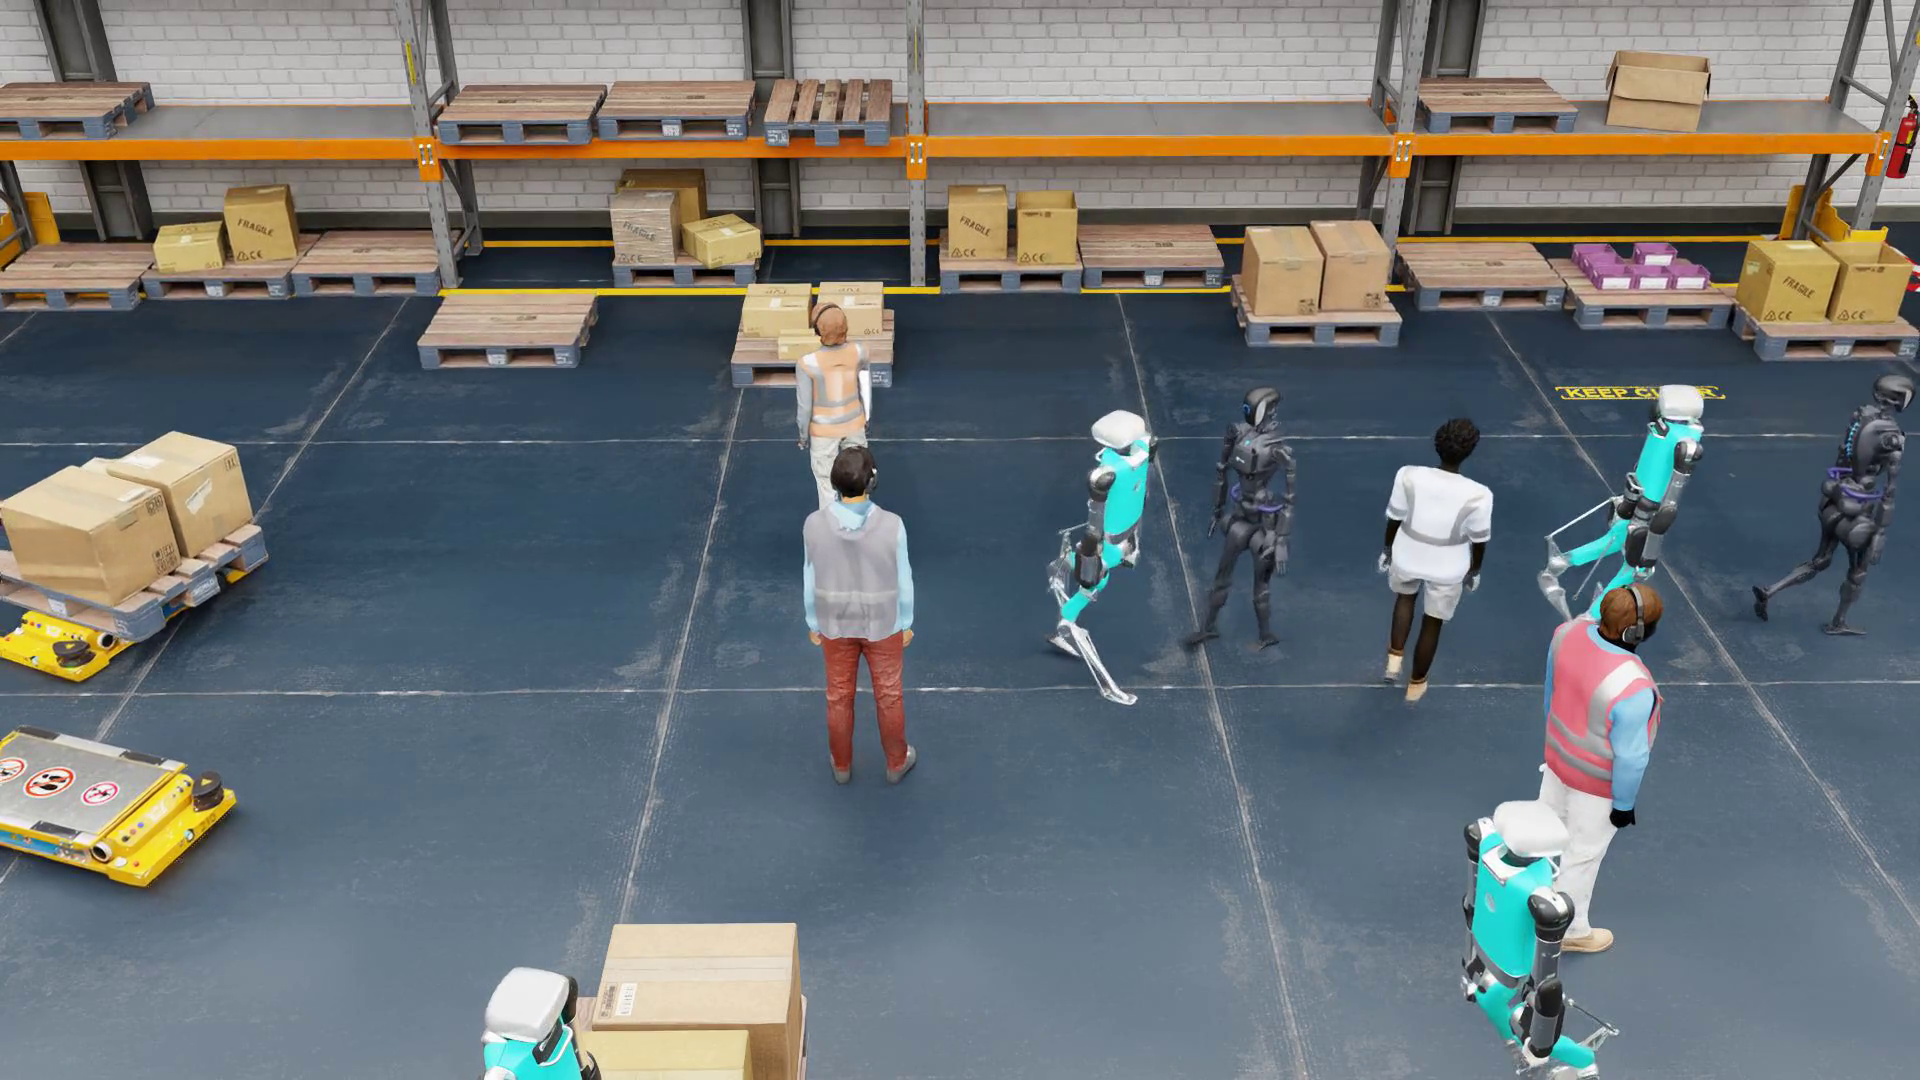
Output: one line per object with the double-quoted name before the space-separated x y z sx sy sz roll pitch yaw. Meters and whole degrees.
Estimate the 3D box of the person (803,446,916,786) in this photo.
"person" -0.491 0.417 8.156 0.533 1.877 0.416 3 31 4

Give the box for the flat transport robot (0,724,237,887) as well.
"flat transport robot" -4.413 1.298 8.250 1.431 0.231 0.659 10 32 16

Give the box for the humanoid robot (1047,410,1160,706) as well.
"humanoid robot" 0.631 0.040 8.957 0.908 1.784 0.581 25 39 35

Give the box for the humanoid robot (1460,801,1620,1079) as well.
"humanoid robot" 2.193 1.725 6.228 0.755 1.899 0.540 -9 32 -15

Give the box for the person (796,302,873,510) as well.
"person" -0.760 -0.681 10.211 0.511 1.640 0.307 -17 35 -26

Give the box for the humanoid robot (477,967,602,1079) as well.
"humanoid robot" -1.093 2.086 5.387 0.735 1.673 0.533 7 32 11

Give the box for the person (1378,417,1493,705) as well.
"person" 2.515 0.115 8.837 0.554 1.680 0.391 17 35 26

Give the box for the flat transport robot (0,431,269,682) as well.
"flat transport robot" -4.905 0.324 9.871 0.659 0.231 1.431 13 33 20

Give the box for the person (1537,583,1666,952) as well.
"person" 2.759 0.982 7.250 0.429 1.844 0.621 -8 32 -12

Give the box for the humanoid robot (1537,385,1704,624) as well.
"humanoid robot" 3.477 0.025 9.042 0.743 1.880 0.545 1 31 2

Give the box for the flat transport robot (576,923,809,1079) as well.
"flat transport robot" -1.121 2.429 6.367 1.431 0.231 0.659 0 31 -1

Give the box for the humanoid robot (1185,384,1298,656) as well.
"humanoid robot" 1.604 -0.073 9.183 0.455 1.655 0.600 -22 37 -32

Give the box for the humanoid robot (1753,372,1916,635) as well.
"humanoid robot" 4.983 -0.190 9.376 0.639 1.636 0.609 0 31 -1
